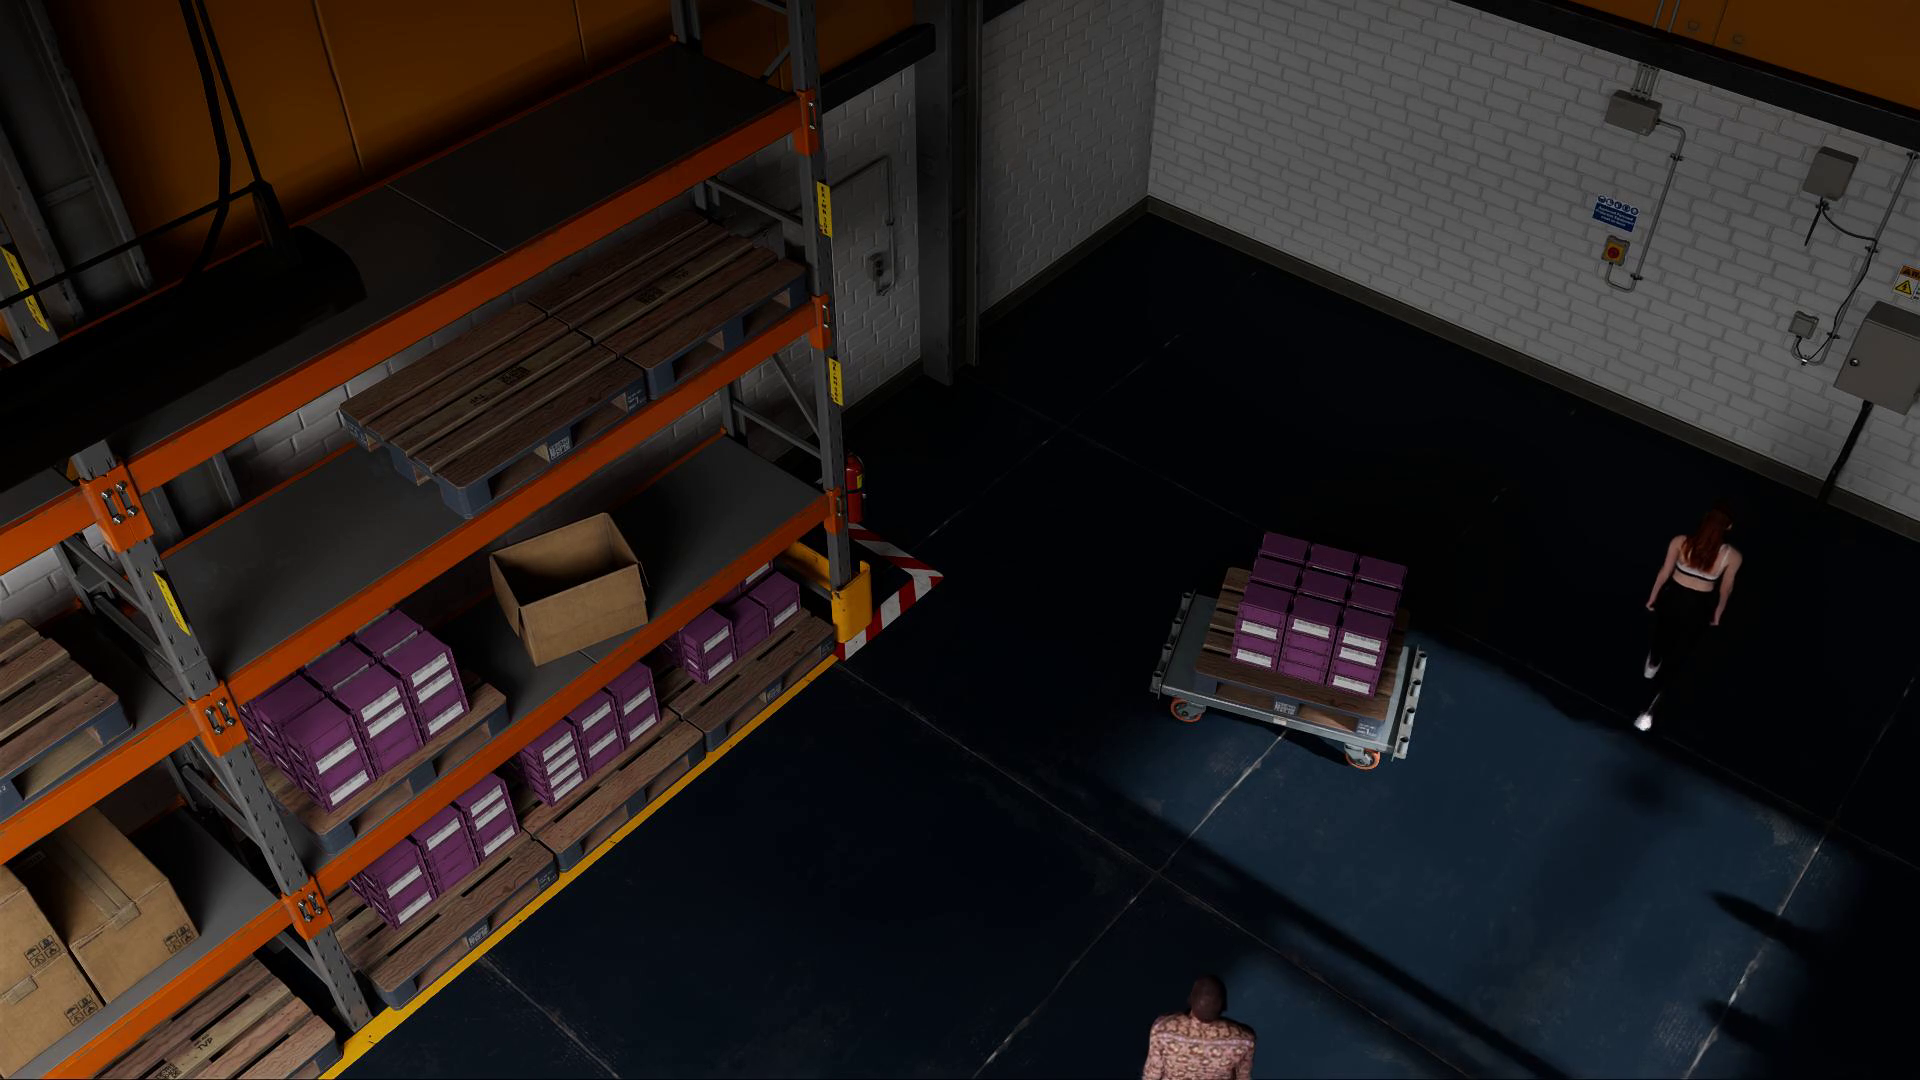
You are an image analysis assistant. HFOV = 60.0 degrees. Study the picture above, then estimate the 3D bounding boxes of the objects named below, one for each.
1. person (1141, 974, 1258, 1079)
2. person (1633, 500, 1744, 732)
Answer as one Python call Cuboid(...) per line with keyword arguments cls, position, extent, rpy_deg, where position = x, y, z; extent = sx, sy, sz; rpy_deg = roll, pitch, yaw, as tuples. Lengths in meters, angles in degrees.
Cuboid(cls="person", position=(1.142, 2.673, 8.074), extent=(0.779, 1.808, 0.800), rpy_deg=(3, 44, 3))
Cuboid(cls="person", position=(4.527, 0.488, 10.440), extent=(0.706, 1.708, 1.164), rpy_deg=(25, 49, 24))
